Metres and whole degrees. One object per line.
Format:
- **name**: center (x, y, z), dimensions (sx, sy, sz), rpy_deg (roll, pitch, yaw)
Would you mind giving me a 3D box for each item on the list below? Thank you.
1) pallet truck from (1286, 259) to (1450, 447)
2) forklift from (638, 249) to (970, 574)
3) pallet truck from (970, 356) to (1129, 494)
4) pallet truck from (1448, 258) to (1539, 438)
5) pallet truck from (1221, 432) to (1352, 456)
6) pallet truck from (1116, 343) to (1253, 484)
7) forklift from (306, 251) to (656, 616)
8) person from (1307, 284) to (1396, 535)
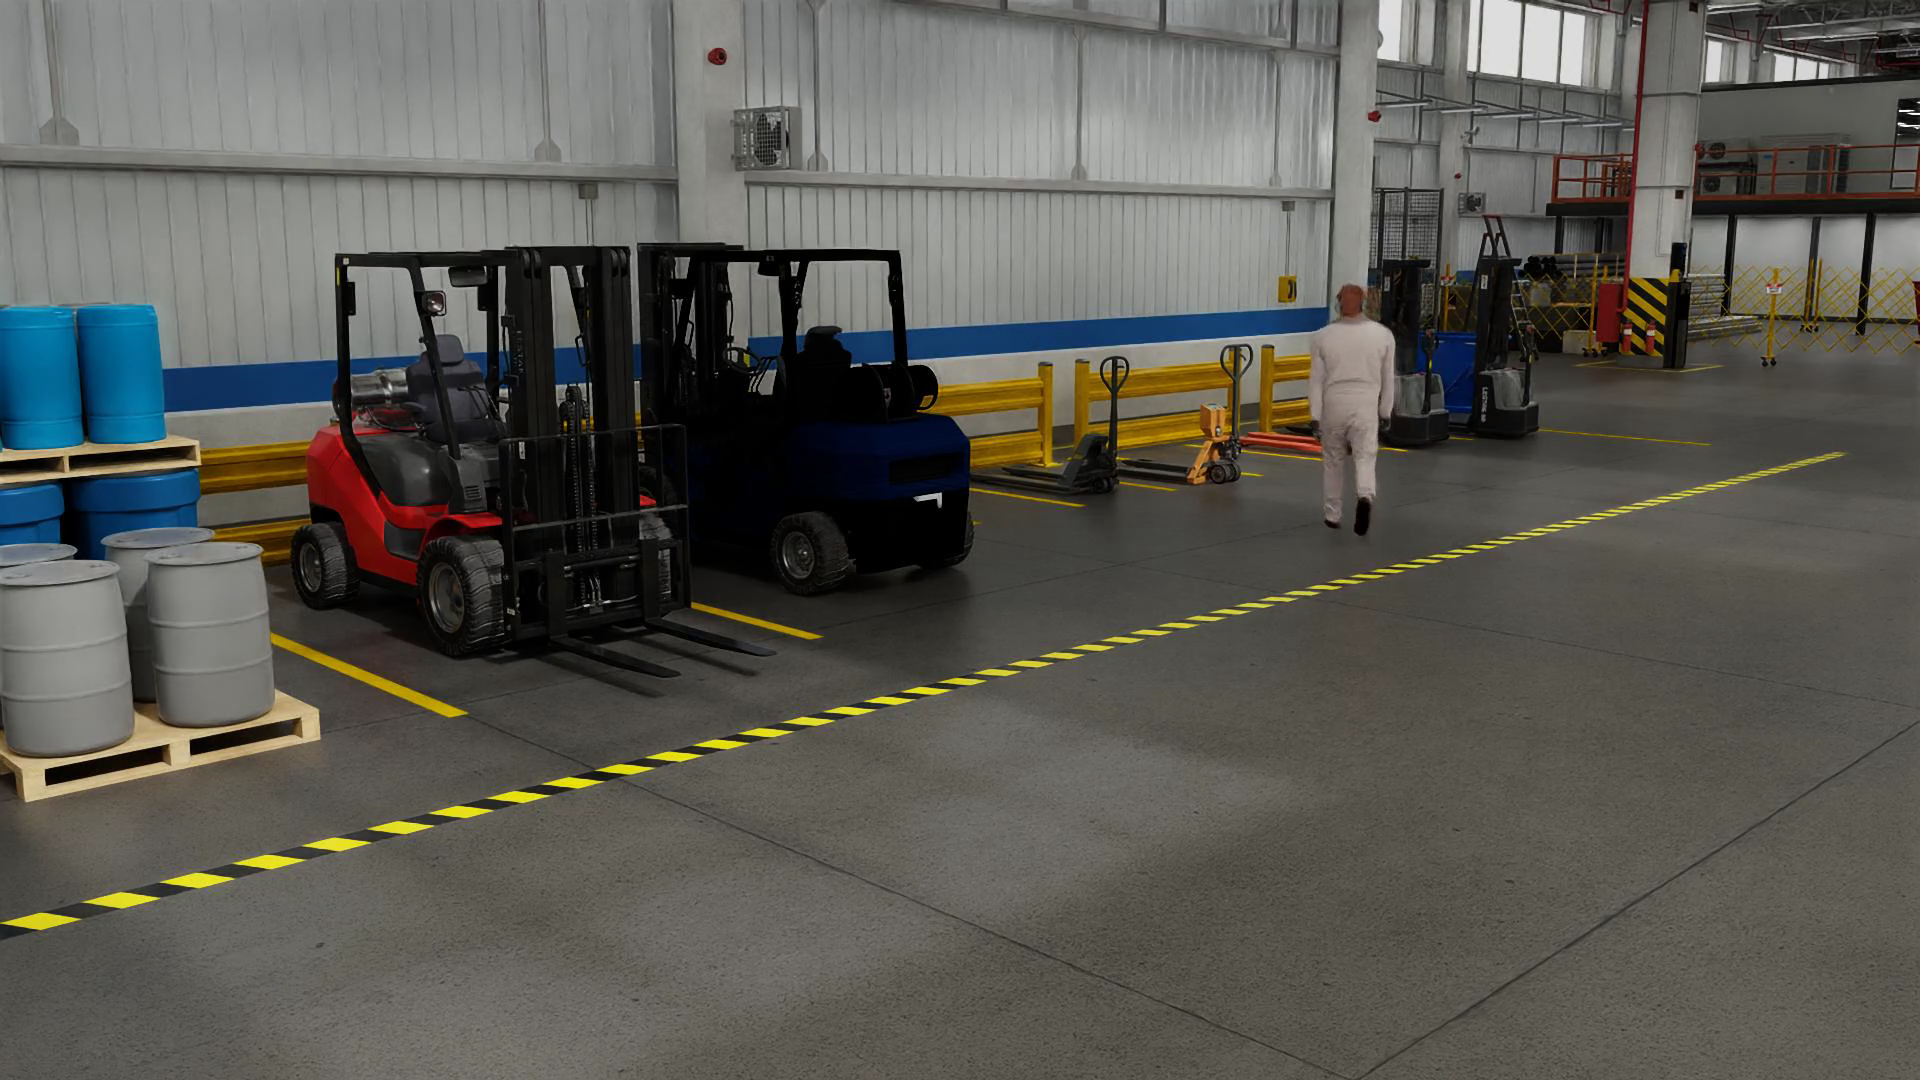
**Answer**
- **pallet truck**: center (4.493, -2.078, 18.196), dimensions (0.823, 1.965, 1.885), rpy_deg (-9, 14, -40)
- **forklift**: center (-1.173, -0.958, 11.239), dimensions (2.680, 1.987, 1.157), rpy_deg (10, 14, 43)
- **pallet truck**: center (0.784, -1.085, 14.876), dimensions (0.680, 1.201, 1.601), rpy_deg (-10, 14, -44)
- **pallet truck**: center (5.704, -2.208, 18.901), dimensions (1.885, 1.965, 0.823), rpy_deg (10, 14, 43)
- **pallet truck**: center (3.563, -1.581, 17.381), dimensions (0.653, 1.274, 1.630), rpy_deg (-10, 14, -44)
- **pallet truck**: center (1.962, -1.215, 15.415), dimensions (1.522, 1.261, 0.704), rpy_deg (10, 14, 43)
- **forklift**: center (-2.833, -0.669, 9.694), dimensions (1.157, 1.987, 2.680), rpy_deg (-10, 14, -44)
- **person**: center (2.933, -0.976, 12.492), dimensions (0.650, 1.885, 0.791), rpy_deg (1, 10, 8)
